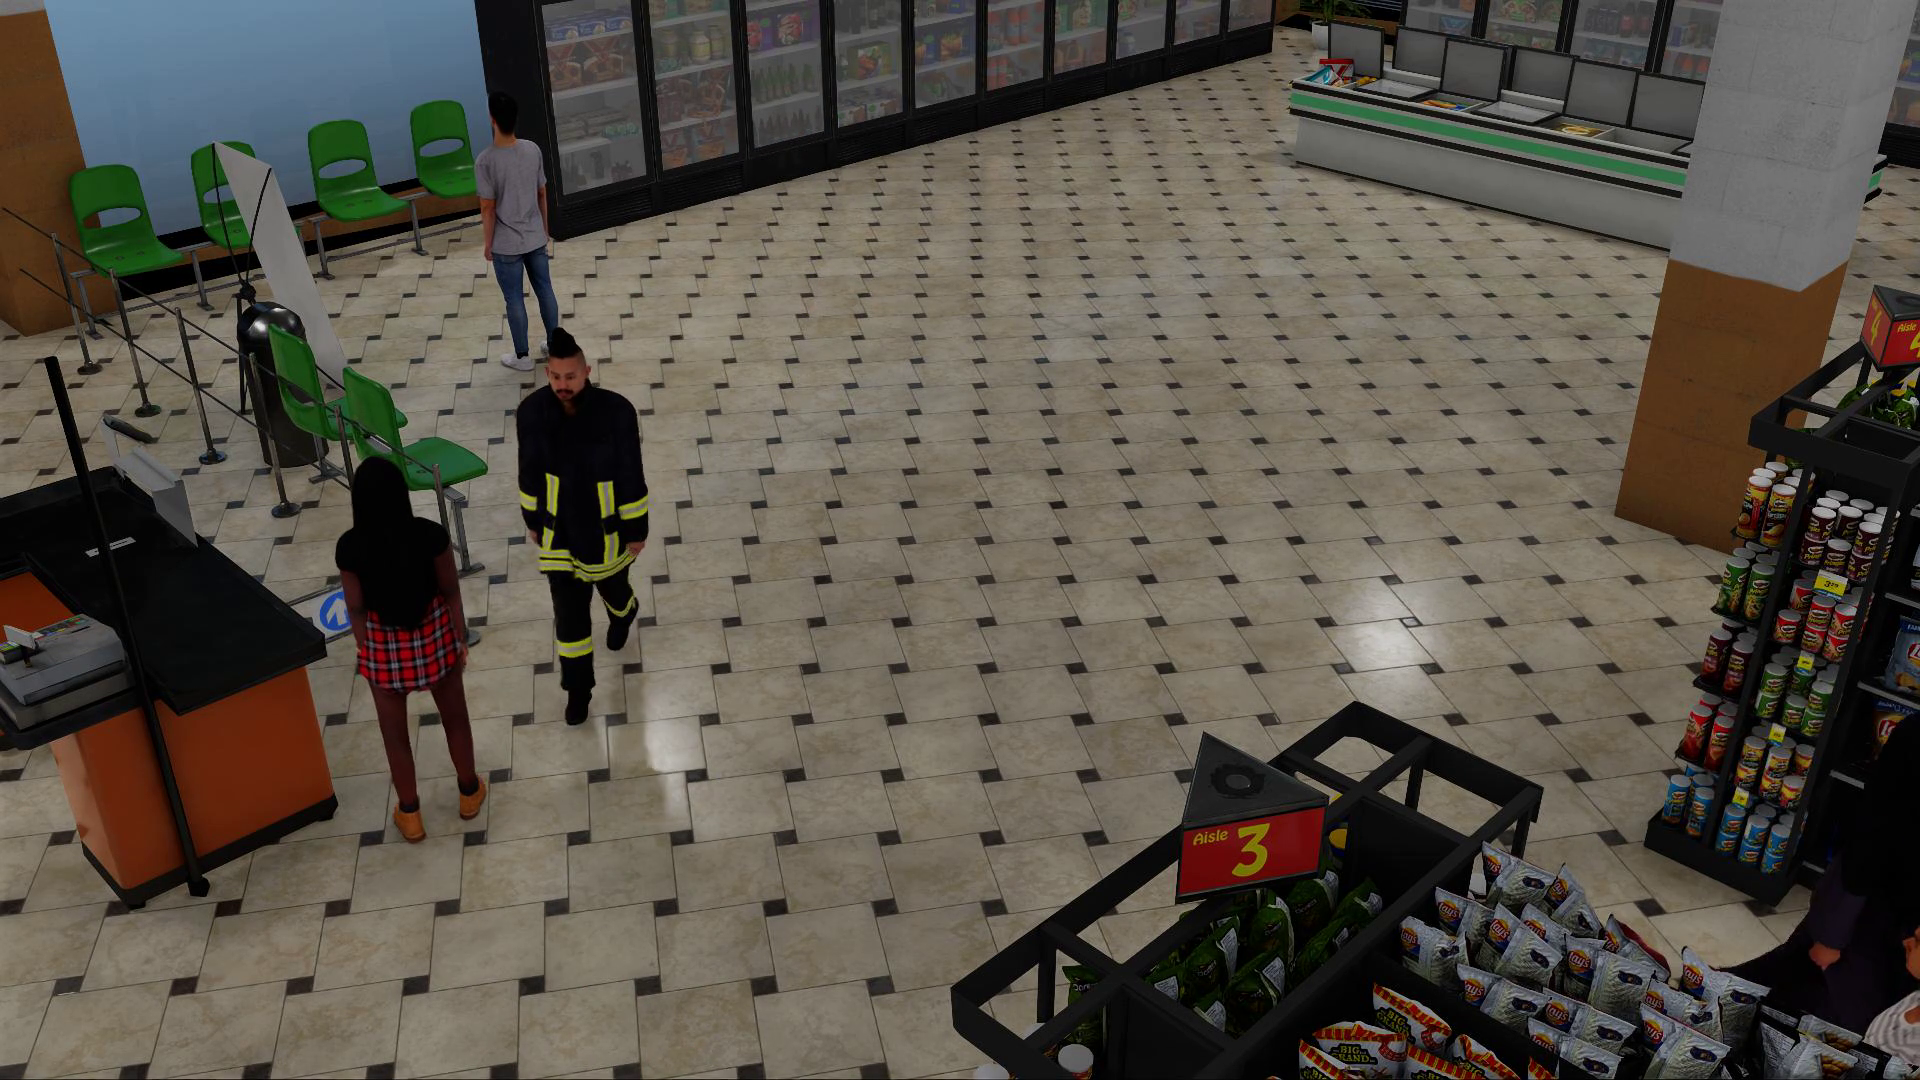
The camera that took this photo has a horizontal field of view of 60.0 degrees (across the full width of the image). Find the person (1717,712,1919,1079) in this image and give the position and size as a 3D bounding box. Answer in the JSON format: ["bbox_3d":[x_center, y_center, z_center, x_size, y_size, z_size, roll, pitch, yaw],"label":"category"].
[{"bbox_3d":[2.936,1.208,5.564,0.598,1.595,1.103,-24,37,-37],"label":"person"}]

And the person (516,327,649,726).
[{"bbox_3d":[-1.732,-0.152,7.813,1.190,1.828,1.292,-2,29,-4],"label":"person"}]

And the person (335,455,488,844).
[{"bbox_3d":[-2.247,0.449,6.818,0.693,1.726,0.715,-12,31,-21],"label":"person"}]

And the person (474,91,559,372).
[{"bbox_3d":[-2.999,-2.086,11.291,0.544,1.890,0.659,25,37,38],"label":"person"}]
